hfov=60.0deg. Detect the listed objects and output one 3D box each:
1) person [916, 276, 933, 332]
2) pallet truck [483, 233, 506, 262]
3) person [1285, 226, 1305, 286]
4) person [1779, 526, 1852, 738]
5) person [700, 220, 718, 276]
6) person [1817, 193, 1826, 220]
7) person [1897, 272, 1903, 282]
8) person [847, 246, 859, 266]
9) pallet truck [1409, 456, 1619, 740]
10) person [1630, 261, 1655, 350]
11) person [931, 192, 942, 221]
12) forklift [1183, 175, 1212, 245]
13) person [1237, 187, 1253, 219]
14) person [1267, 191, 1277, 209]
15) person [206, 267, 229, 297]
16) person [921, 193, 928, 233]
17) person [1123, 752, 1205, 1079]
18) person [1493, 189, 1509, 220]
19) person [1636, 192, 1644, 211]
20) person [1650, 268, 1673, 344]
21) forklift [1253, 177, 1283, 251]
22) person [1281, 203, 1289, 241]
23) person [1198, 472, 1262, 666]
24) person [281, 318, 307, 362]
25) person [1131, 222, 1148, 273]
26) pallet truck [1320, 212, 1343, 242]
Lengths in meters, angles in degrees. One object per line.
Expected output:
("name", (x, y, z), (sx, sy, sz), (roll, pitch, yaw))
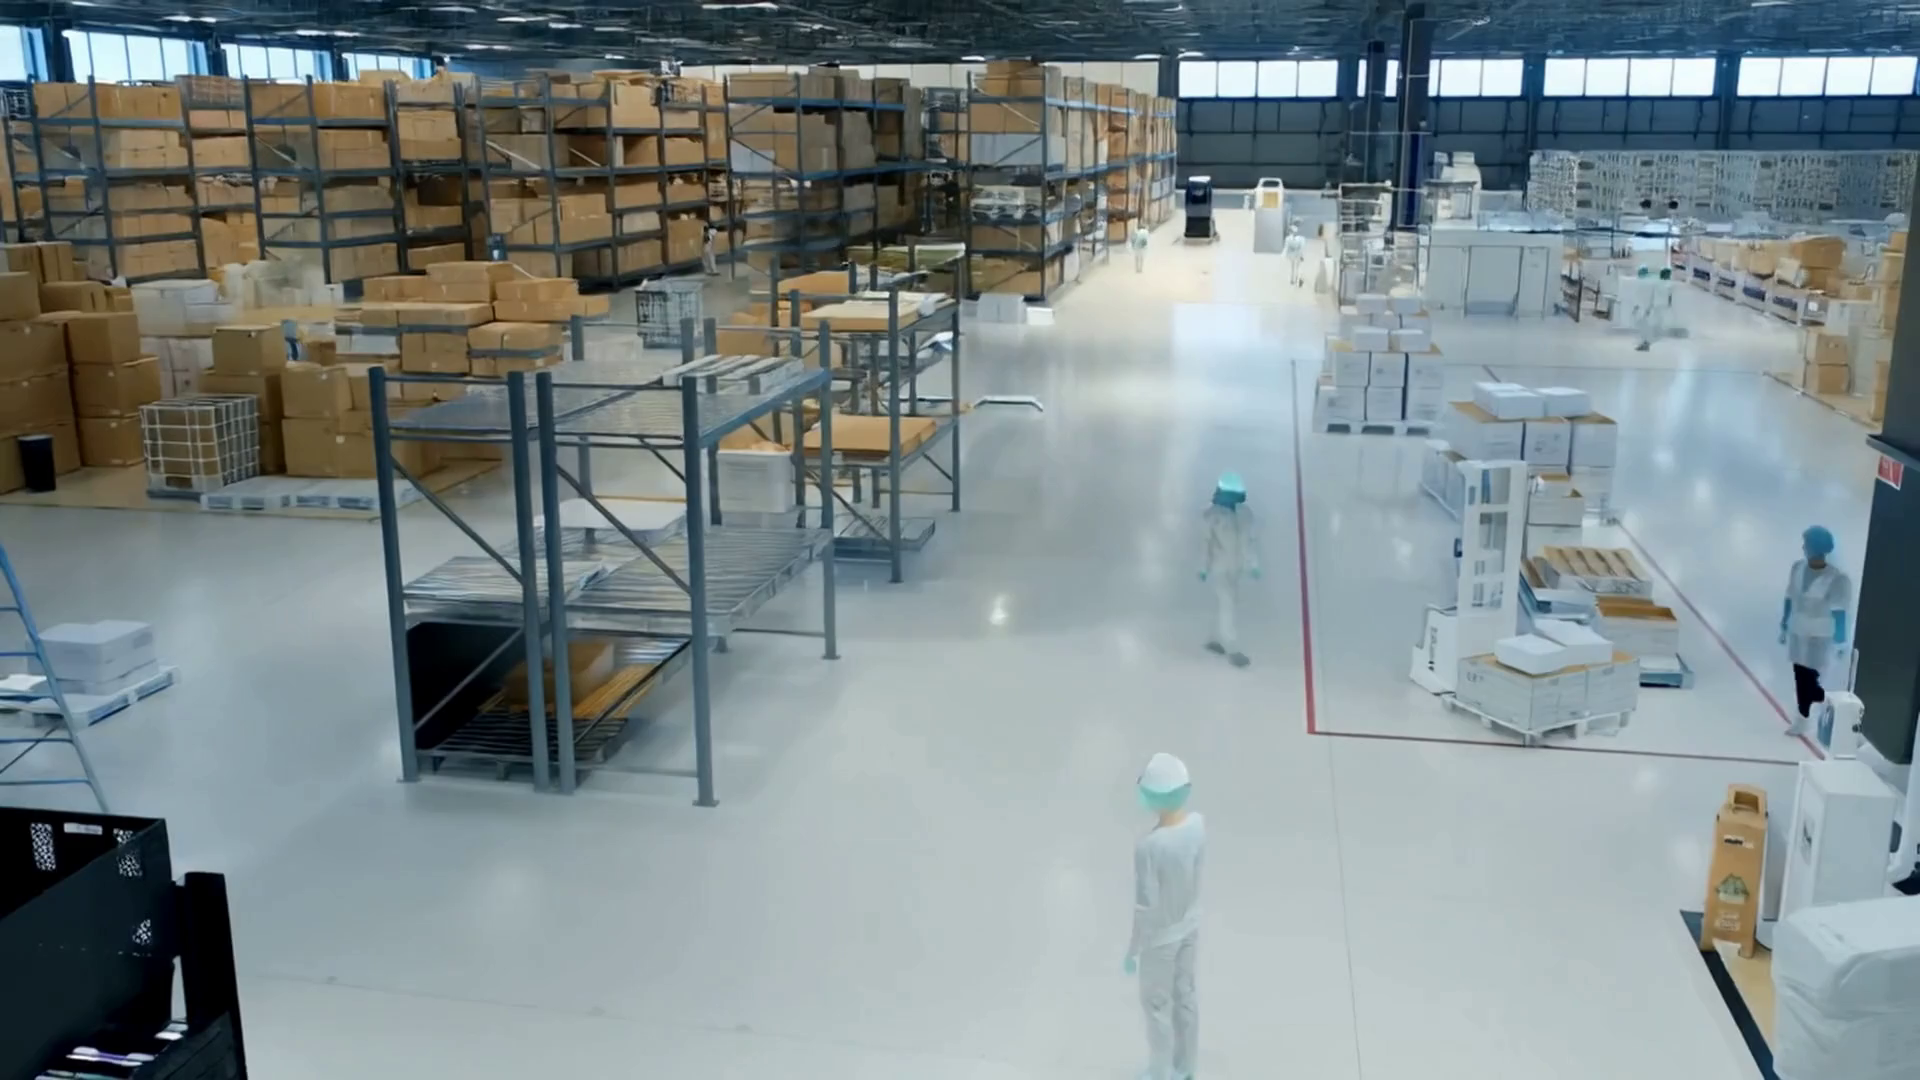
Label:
("person", (-0.965, -5.063, 35.741), (1.014, 1.908, 0.633), (-2, 14, -9))
("pallet truck", (-11.832, -7.026, 43.548), (1.885, 1.965, 0.823), (8, 16, 28))
("person", (10.170, -8.636, 50.480), (0.593, 1.807, 0.757), (3, 14, 12))
("person", (6.514, 0.720, 12.731), (0.374, 1.680, 0.562), (-5, 15, -20))
("person", (-7.799, -8.949, 51.544), (0.639, 1.909, 0.409), (7, 16, 27))
("person", (40.653, -15.580, 78.643), (0.470, 1.825, 0.562), (3, 14, 10))
("person", (20.414, -5.085, 35.579), (0.672, 2.000, 0.536), (2, 14, 9))
("person", (-2.879, -6.796, 43.261), (0.541, 1.678, 0.479), (3, 14, 11))
("pallet truck", (4.504, 0.400, 13.395), (0.823, 1.965, 1.885), (-6, 15, -23))
("person", (14.606, -5.000, 35.552), (0.485, 1.887, 0.595), (-1, 14, -4))
("person", (-1.274, -17.673, 87.064), (0.663, 1.866, 0.820), (0, 14, 0))
("forklift", (9.799, -13.579, 68.333), (1.129, 2.768, 1.873), (2, 14, 10))
("person", (15.195, -17.857, 88.151), (0.917, 1.688, 0.501), (11, 18, 39))
("person", (15.370, -16.523, 82.305), (0.612, 1.901, 0.969), (-4, 14, -17))
("person", (-14.875, -4.496, 33.396), (0.356, 1.936, 0.551), (0, 14, 1))
("person", (-1.598, -14.965, 75.904), (0.551, 1.934, 0.373), (1, 14, 5))
("person", (0.959, 1.861, 7.953), (0.335, 1.764, 0.538), (11, 18, 39))
("person", (25.846, -15.819, 79.482), (0.733, 1.878, 0.455), (3, 14, 11))
("person", (33.364, -16.435, 81.754), (0.381, 1.994, 0.620), (11, 17, 37))
("person", (15.499, -5.174, 36.708), (0.650, 1.653, 0.634), (-3, 14, -10))
("forklift", (12.083, -12.747, 64.956), (1.129, 2.768, 1.873), (3, 14, 10))
("person", (13.675, -13.447, 70.385), (0.503, 1.625, 0.284), (-4, 15, -18))
("person", (2.400, 0.249, 14.621), (0.493, 1.703, 0.877), (-8, 16, -29))
("person", (-10.127, -2.461, 25.327), (0.325, 1.843, 0.517), (4, 14, 16))
("person", (5.962, -9.719, 55.171), (0.550, 1.655, 0.831), (1, 14, 5))
("pallet truck", (15.874, -13.227, 70.310), (0.680, 1.201, 1.601), (10, 17, 35))
